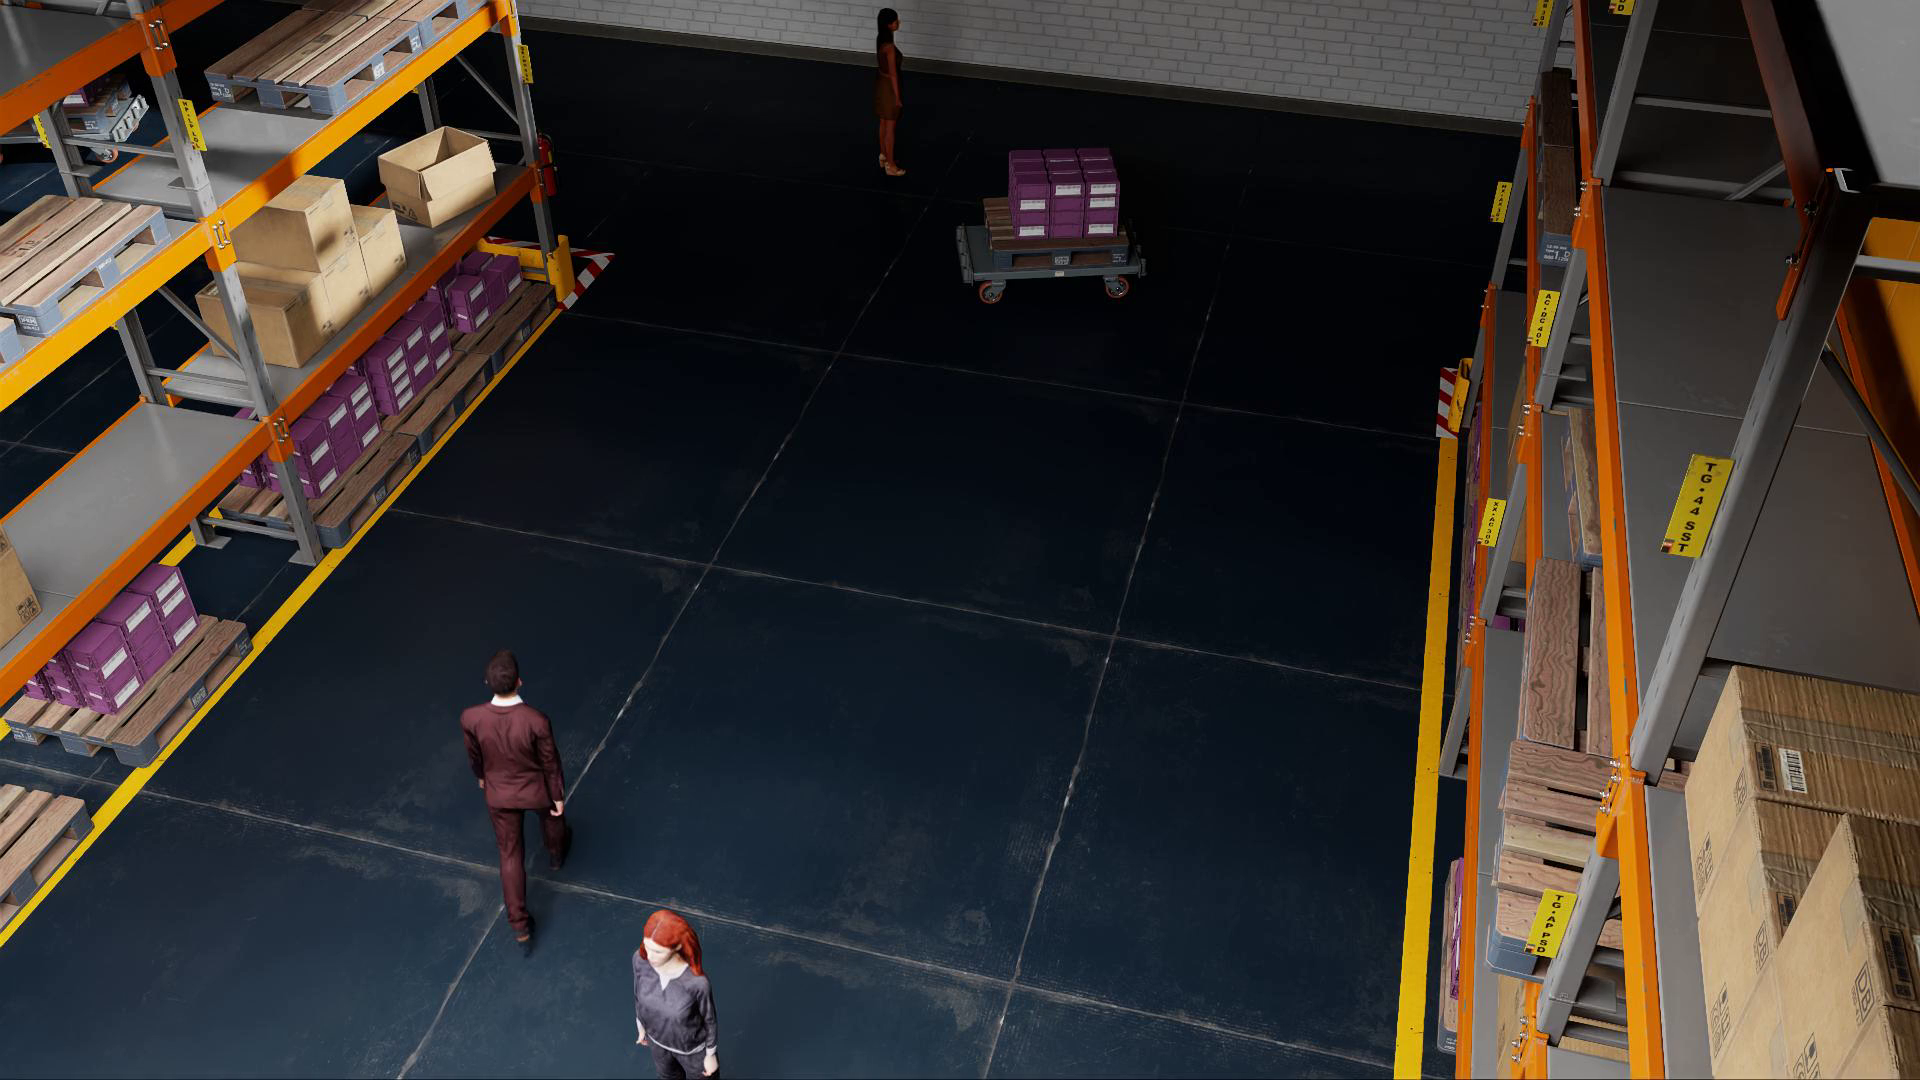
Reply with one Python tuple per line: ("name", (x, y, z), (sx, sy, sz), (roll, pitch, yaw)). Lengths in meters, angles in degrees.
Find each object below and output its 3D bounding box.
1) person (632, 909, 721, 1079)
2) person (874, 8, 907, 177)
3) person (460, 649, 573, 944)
("person", (-1.341, 2.383, 7.964), (0.614, 1.779, 0.553), (16, 41, 19))
("person", (-0.713, -4.487, 16.638), (0.702, 1.690, 0.598), (-9, 40, -11))
("person", (-2.438, 1.415, 9.125), (0.937, 1.842, 1.256), (-3, 39, -3))
